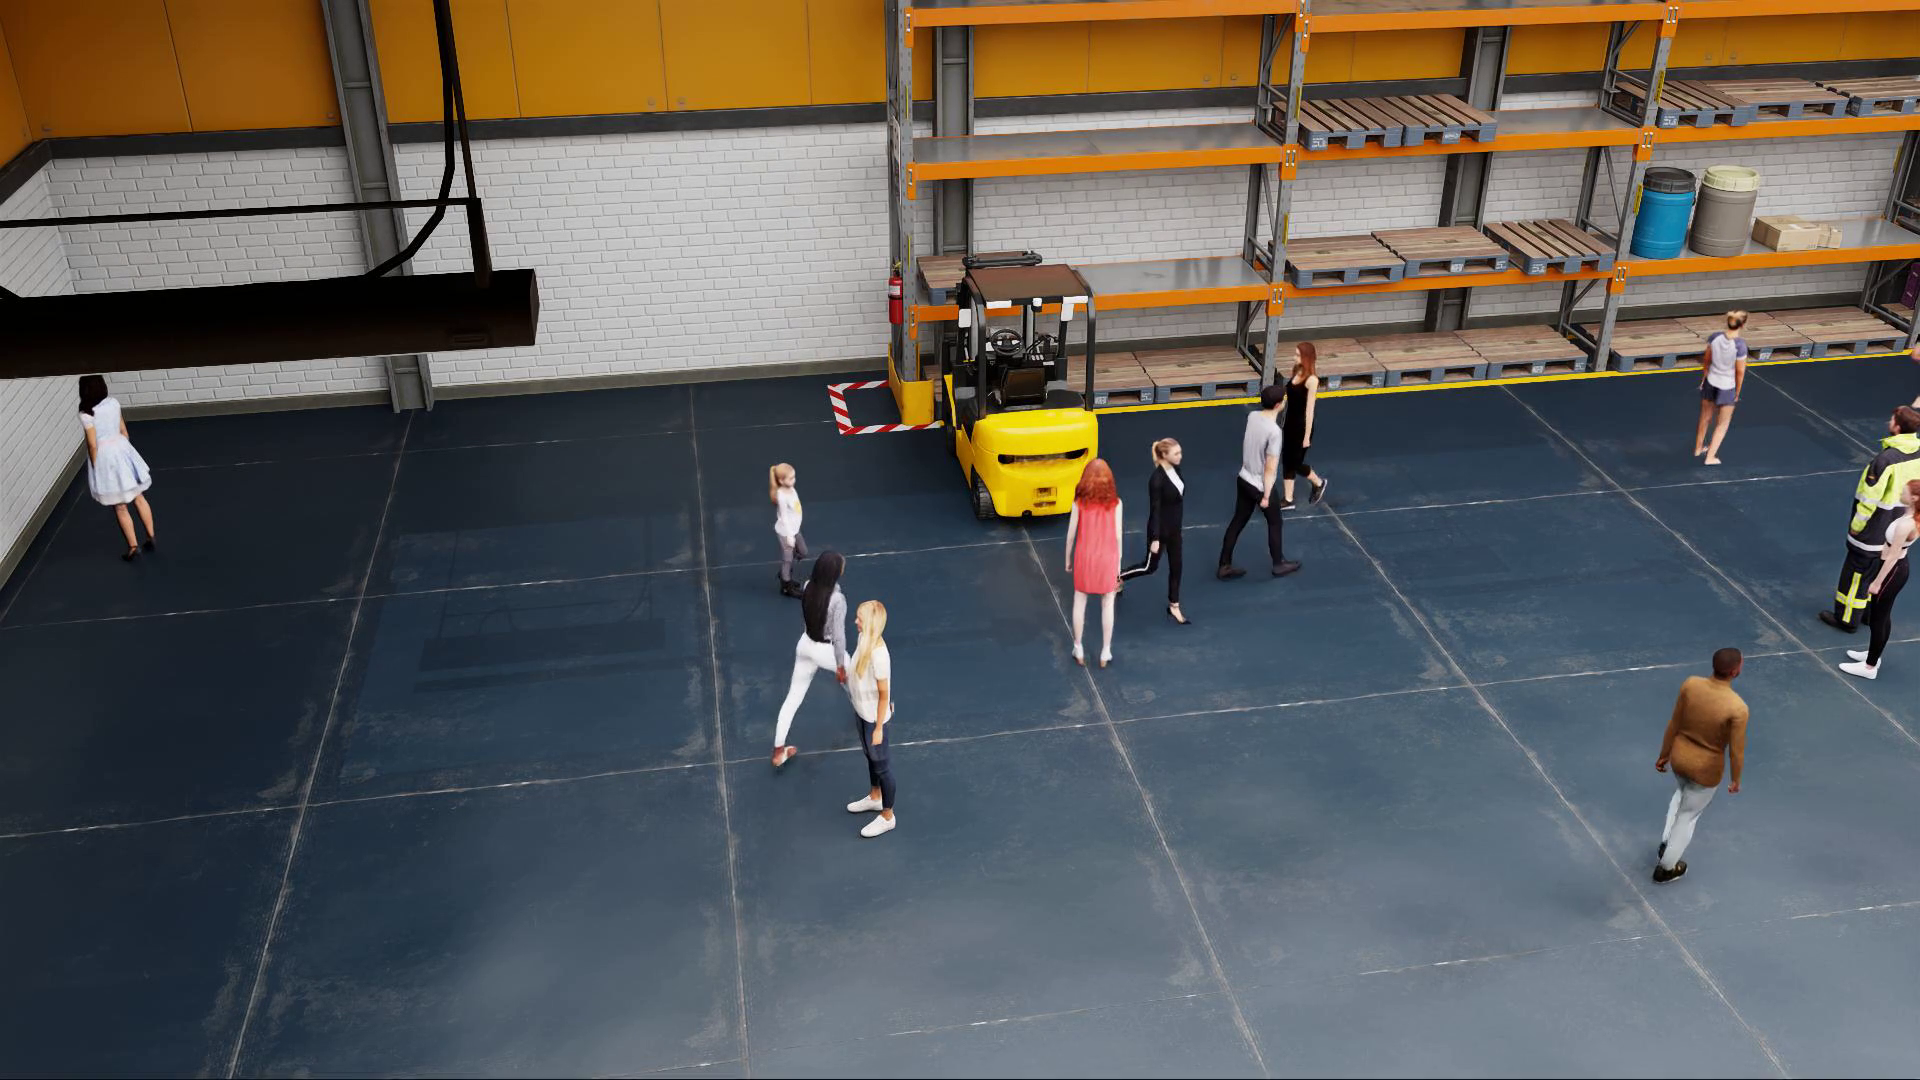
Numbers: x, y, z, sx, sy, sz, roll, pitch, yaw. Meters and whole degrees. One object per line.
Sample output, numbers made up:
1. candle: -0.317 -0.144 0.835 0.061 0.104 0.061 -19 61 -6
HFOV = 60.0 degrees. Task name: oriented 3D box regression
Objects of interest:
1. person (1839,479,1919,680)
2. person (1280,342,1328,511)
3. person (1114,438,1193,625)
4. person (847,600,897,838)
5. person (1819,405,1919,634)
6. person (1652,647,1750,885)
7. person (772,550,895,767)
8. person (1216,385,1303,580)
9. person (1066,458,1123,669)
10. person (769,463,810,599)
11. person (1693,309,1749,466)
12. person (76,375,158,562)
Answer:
1. person: 7.385 0.294 13.181 0.732 1.740 0.655 22 36 35
2. person: 3.265 -1.053 15.677 0.842 1.714 0.682 -11 30 -19
3. person: 1.630 -0.085 13.936 1.103 1.682 1.039 18 34 30
4. person: -0.590 1.204 11.442 0.556 1.809 0.634 -10 30 -18
5. person: 7.636 -0.173 13.786 0.734 1.981 0.910 -16 32 -27
6. person: 4.772 1.505 10.893 0.800 1.804 0.776 -19 34 -31
7. person: -1.061 0.928 12.134 1.116 1.630 1.334 23 36 36
8. person: 2.502 -0.461 14.463 1.083 1.838 0.837 -13 31 -23
9. person: 1.089 0.193 13.277 0.537 1.825 0.708 2 29 4
10. person: -1.541 -0.082 14.361 0.624 1.270 0.579 7 29 12
11. person: 7.624 -1.542 16.666 0.716 1.626 0.679 -19 34 -31
12. person: -7.544 -0.660 14.852 0.909 1.815 0.857 14 32 24
